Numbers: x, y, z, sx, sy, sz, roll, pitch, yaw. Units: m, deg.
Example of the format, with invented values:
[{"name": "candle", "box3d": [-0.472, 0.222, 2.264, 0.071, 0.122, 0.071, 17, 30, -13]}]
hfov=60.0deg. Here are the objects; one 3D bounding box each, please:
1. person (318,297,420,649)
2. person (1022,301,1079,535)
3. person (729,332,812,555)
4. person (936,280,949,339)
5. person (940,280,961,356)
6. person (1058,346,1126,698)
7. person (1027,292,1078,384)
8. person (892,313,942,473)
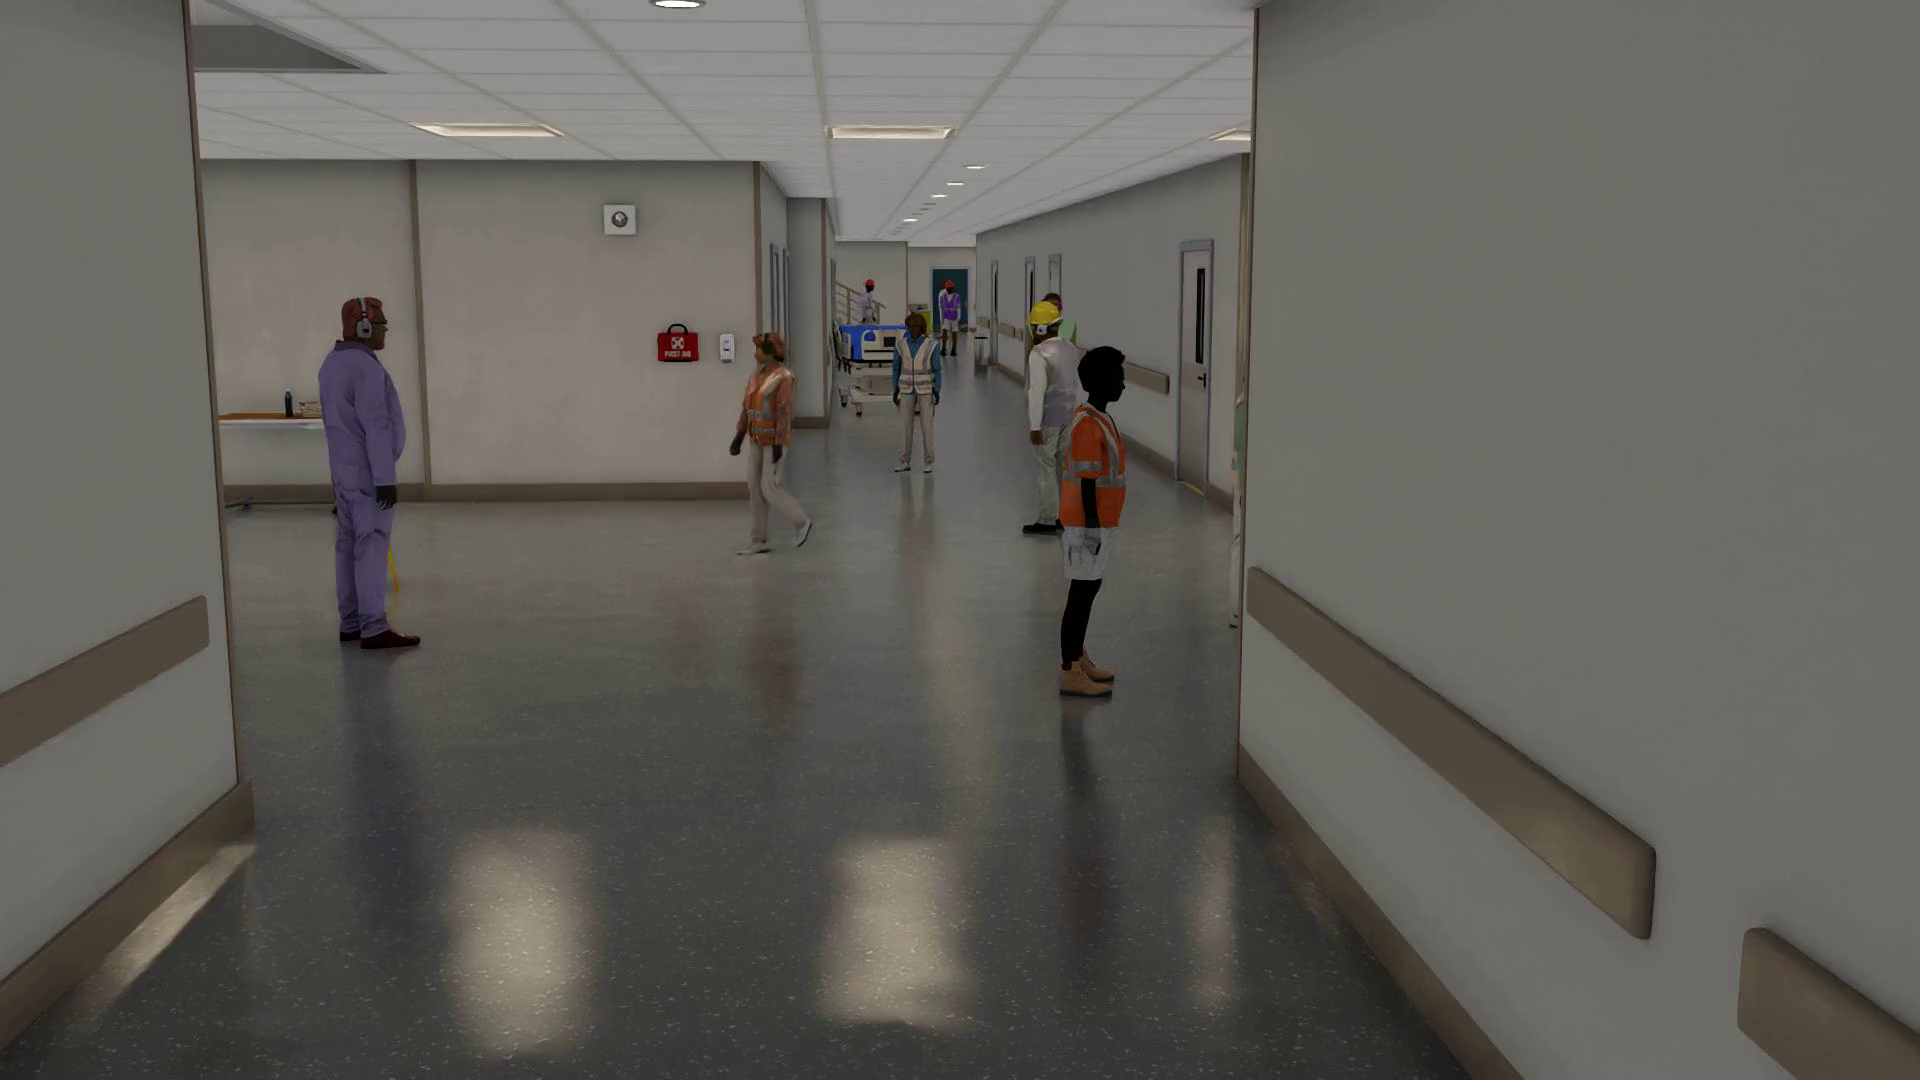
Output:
[{"name": "person", "box3d": [-3.224, -0.367, 9.085, 0.401, 1.907, 0.648, -7, 12, -39]}, {"name": "person", "box3d": [0.695, -0.947, 13.001, 0.403, 1.824, 0.600, 7, 11, 37]}, {"name": "person", "box3d": [-1.385, -0.693, 12.047, 0.475, 1.617, 0.539, -7, 11, -38]}, {"name": "person", "box3d": [-0.513, -7.288, 52.609, 0.355, 1.883, 0.574, -5, 10, -27]}, {"name": "person", "box3d": [-0.262, -5.524, 41.497, 0.548, 1.899, 0.923, 2, 9, 12]}, {"name": "person", "box3d": [0.642, -0.092, 8.045, 0.320, 1.689, 0.534, 2, 9, 11]}, {"name": "person", "box3d": [1.044, -1.885, 18.851, 0.574, 1.831, 0.461, 0, 9, -2]}, {"name": "person", "box3d": [-0.445, -1.506, 17.080, 0.523, 1.636, 0.311, 3, 9, 16]}]
